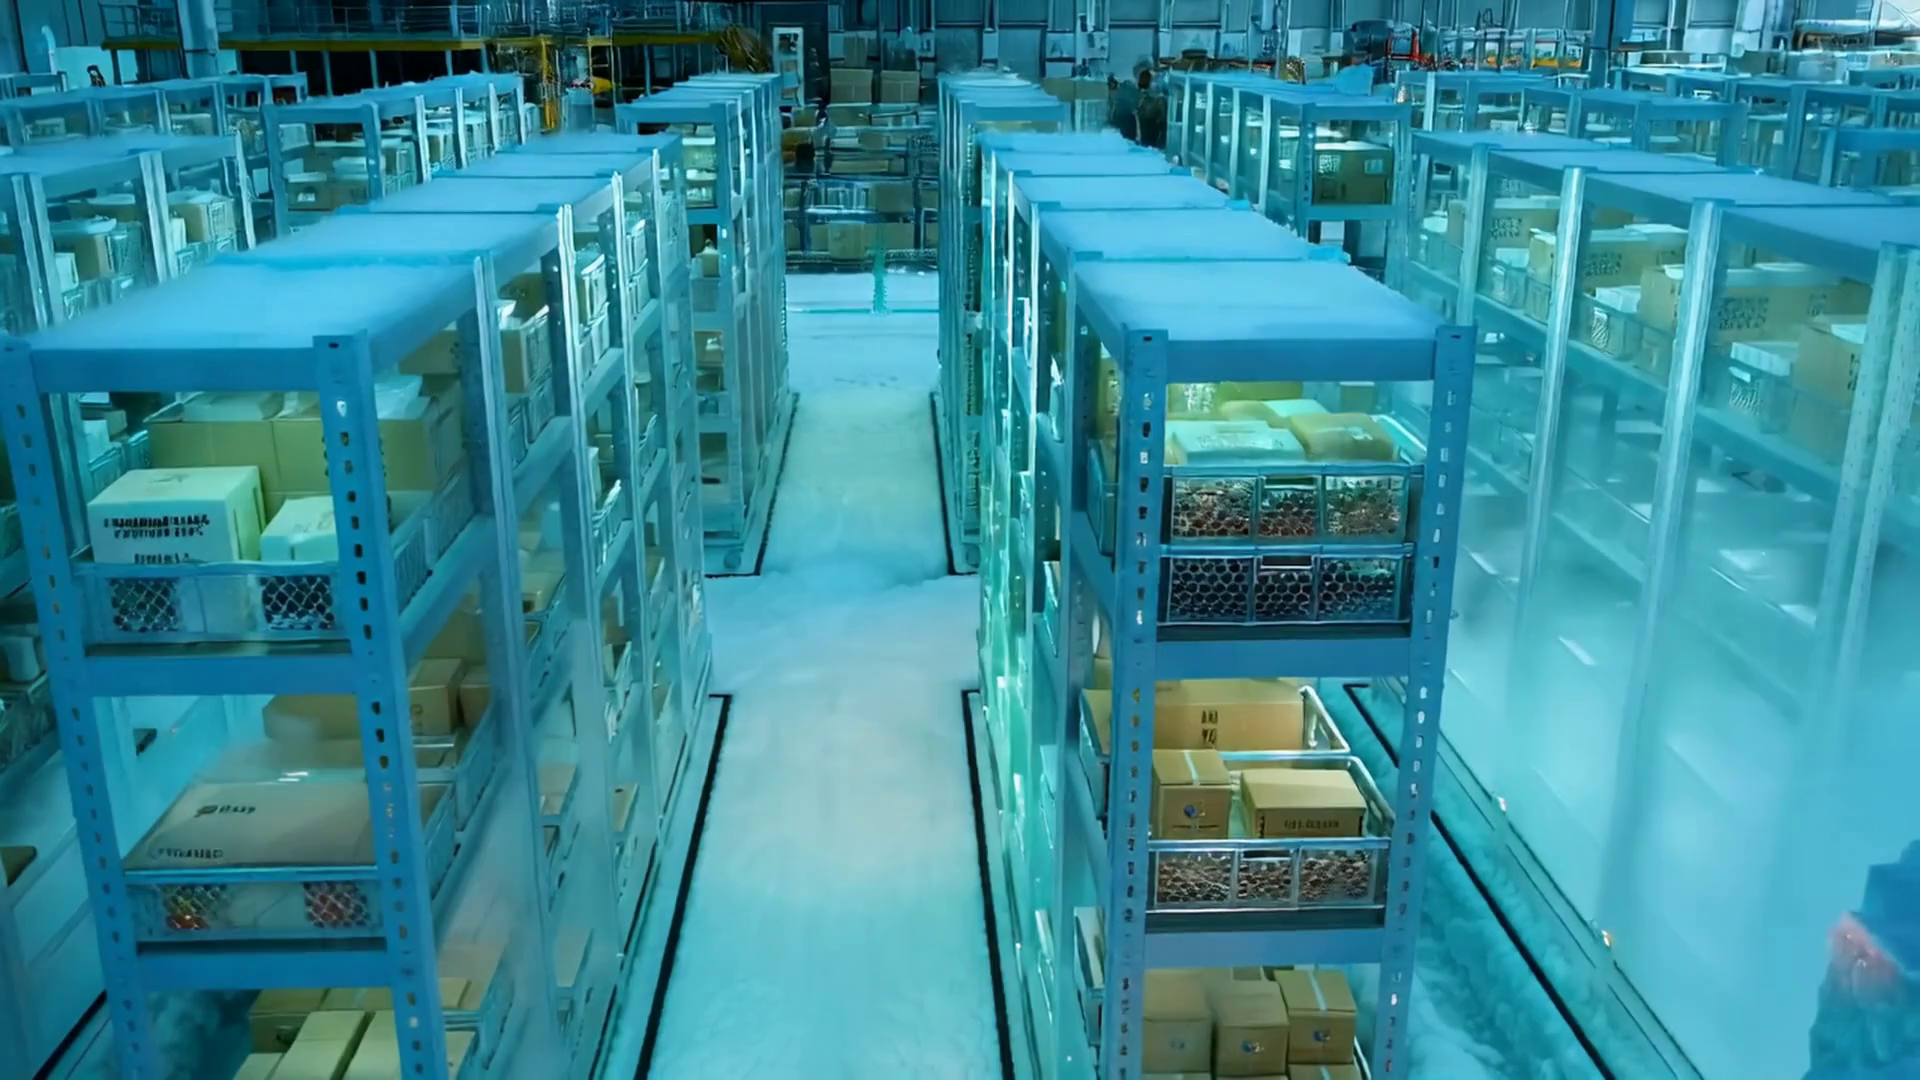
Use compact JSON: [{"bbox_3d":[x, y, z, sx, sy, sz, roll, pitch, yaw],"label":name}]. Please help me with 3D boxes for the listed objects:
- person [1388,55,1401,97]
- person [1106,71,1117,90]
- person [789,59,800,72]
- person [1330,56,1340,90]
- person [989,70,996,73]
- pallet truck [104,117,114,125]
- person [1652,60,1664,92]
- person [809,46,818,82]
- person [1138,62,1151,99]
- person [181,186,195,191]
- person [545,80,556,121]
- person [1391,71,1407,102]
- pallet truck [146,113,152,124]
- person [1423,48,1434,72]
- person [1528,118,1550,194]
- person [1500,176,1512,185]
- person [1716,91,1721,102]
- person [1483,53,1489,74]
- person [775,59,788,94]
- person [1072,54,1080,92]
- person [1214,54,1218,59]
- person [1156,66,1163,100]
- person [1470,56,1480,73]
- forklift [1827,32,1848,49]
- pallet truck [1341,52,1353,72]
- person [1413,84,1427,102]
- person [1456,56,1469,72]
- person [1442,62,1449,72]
[{"bbox_3d":[20.469,-21.851,78.416,0.450,1.920,0.647,-11,21,-31],"label":"person"},{"bbox_3d":[5.699,-16.611,62.284,0.328,1.872,0.514,-17,24,-42],"label":"person"},{"bbox_3d":[-9.010,-25.784,90.562,0.552,1.935,0.373,-2,18,-7],"label":"person"},{"bbox_3d":[17.475,-21.569,77.536,0.643,1.927,0.642,12,22,33],"label":"person"},{"bbox_3d":[1.026,-15.789,59.543,0.983,1.982,0.633,5,19,15],"label":"person"},{"bbox_3d":[-18.367,-7.885,35.078,1.885,1.965,0.823,1,18,2],"label":"pallet truck"},{"bbox_3d":[30.161,-19.735,71.797,0.368,1.966,0.603,-9,20,-26],"label":"person"},{"bbox_3d":[-8.262,-26.912,94.038,0.612,1.943,0.404,-16,24,-40],"label":"person"},{"bbox_3d":[7.476,-18.430,67.708,0.375,1.997,0.609,-15,23,-39],"label":"person"},{"bbox_3d":[-12.519,-5.108,26.742,0.404,1.837,0.589,12,21,32],"label":"person"},{"bbox_3d":[-15.466,-16.708,62.583,0.352,1.878,0.567,13,22,35],"label":"person"},{"bbox_3d":[15.403,-15.456,58.438,0.539,2.000,0.694,7,19,21],"label":"person"},{"bbox_3d":[-18.087,-8.309,36.390,1.885,1.965,0.823,-1,18,-4],"label":"pallet truck"},{"bbox_3d":[25.526,-25.815,90.676,0.566,1.919,0.483,6,19,18],"label":"person"},{"bbox_3d":[13.093,-8.587,37.520,0.592,1.828,0.404,-12,22,-34],"label":"person"},{"bbox_3d":[12.211,-8.292,36.890,0.543,1.652,0.886,3,18,10],"label":"person"},{"bbox_3d":[26.886,-15.401,58.605,0.523,1.838,0.809,8,20,24],"label":"person"},{"bbox_3d":[27.220,-24.209,85.913,0.924,1.796,0.536,10,20,28],"label":"person"},{"bbox_3d":[-8.773,-22.780,81.474,0.666,1.815,0.456,9,20,25],"label":"person"},{"bbox_3d":[5.829,-23.448,83.487,0.429,1.844,0.627,2,18,5],"label":"person"},{"bbox_3d":[13.497,-24.760,87.771,0.319,1.698,0.538,1,18,3],"label":"person"},{"bbox_3d":[8.305,-18.827,69.308,0.314,1.769,0.524,1,18,2],"label":"person"},{"bbox_3d":[24.880,-22.588,80.810,1.003,1.868,0.696,-4,18,-11],"label":"person"},{"bbox_3d":[46.026,-25.320,87.616,1.129,2.768,1.873,-1,18,-2],"label":"forklift"},{"bbox_3d":[18.794,-23.123,82.231,0.823,1.965,1.885,-13,22,-35],"label":"pallet truck"},{"bbox_3d":[16.237,-15.565,58.938,0.547,1.937,0.379,-10,20,-28],"label":"person"},{"bbox_3d":[23.787,-21.934,78.730,0.630,1.885,0.478,3,18,8],"label":"person"},{"bbox_3d":[21.892,-20.688,75.100,0.298,1.745,0.484,7,19,21],"label":"person"}]
